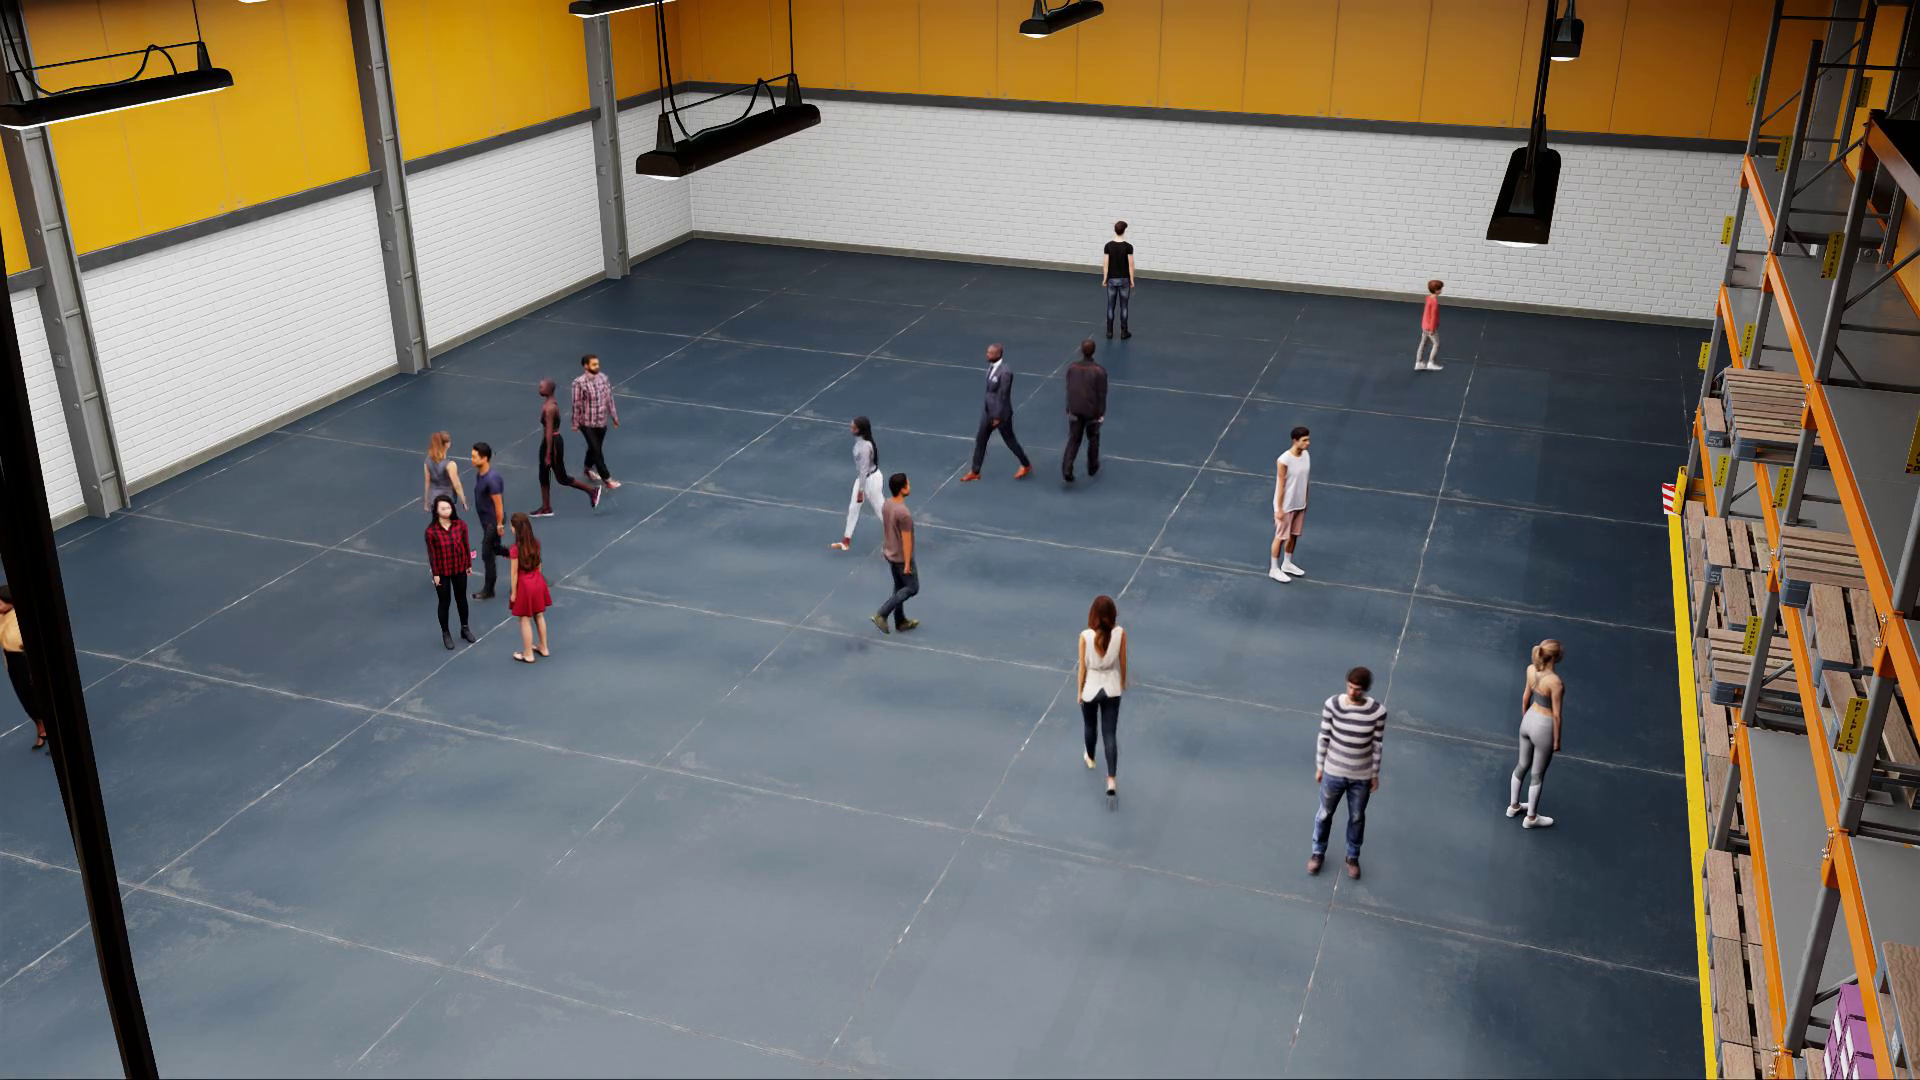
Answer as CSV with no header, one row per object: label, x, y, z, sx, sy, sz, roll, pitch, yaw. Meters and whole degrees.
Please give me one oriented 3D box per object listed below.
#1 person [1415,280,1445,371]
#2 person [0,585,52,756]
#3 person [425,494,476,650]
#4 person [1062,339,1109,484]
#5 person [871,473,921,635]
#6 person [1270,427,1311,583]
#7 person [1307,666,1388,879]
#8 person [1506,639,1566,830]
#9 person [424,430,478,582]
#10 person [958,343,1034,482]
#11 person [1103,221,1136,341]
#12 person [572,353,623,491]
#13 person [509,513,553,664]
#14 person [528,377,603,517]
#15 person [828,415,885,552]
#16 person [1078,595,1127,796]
person,7.064,-3.249,25.207,0.718,1.409,0.664,-3,24,-6
person,-8.320,1.152,14.837,0.578,1.651,0.568,11,26,24
person,-5.159,0.301,16.787,0.623,1.649,0.723,-17,29,-34
person,1.534,-1.576,20.883,0.713,1.807,1.072,9,25,20
person,-0.691,0.171,16.938,0.964,1.767,0.883,-14,27,-29
person,3.617,-0.411,18.247,0.682,1.784,0.778,-17,29,-33
person,3.061,1.798,13.112,0.663,1.849,0.552,6,24,14
person,4.792,1.584,13.783,0.724,1.703,0.661,-10,25,-21
person,-5.697,-0.338,18.184,0.693,1.702,0.979,13,27,27
person,0.555,-1.589,20.925,1.299,1.797,1.200,-12,26,-26
person,2.548,-4.180,26.728,0.688,1.896,0.582,6,24,14
person,-4.636,-1.494,20.808,0.974,1.717,1.130,17,29,34
person,-4.290,0.463,16.538,0.674,1.551,0.604,15,28,30
person,-4.749,-1.080,19.850,1.117,1.726,1.107,-8,25,-18
person,-0.939,-0.614,18.843,1.052,1.678,1.140,-2,24,-5
person,1.233,1.358,14.239,0.919,1.753,1.157,-2,24,-5
